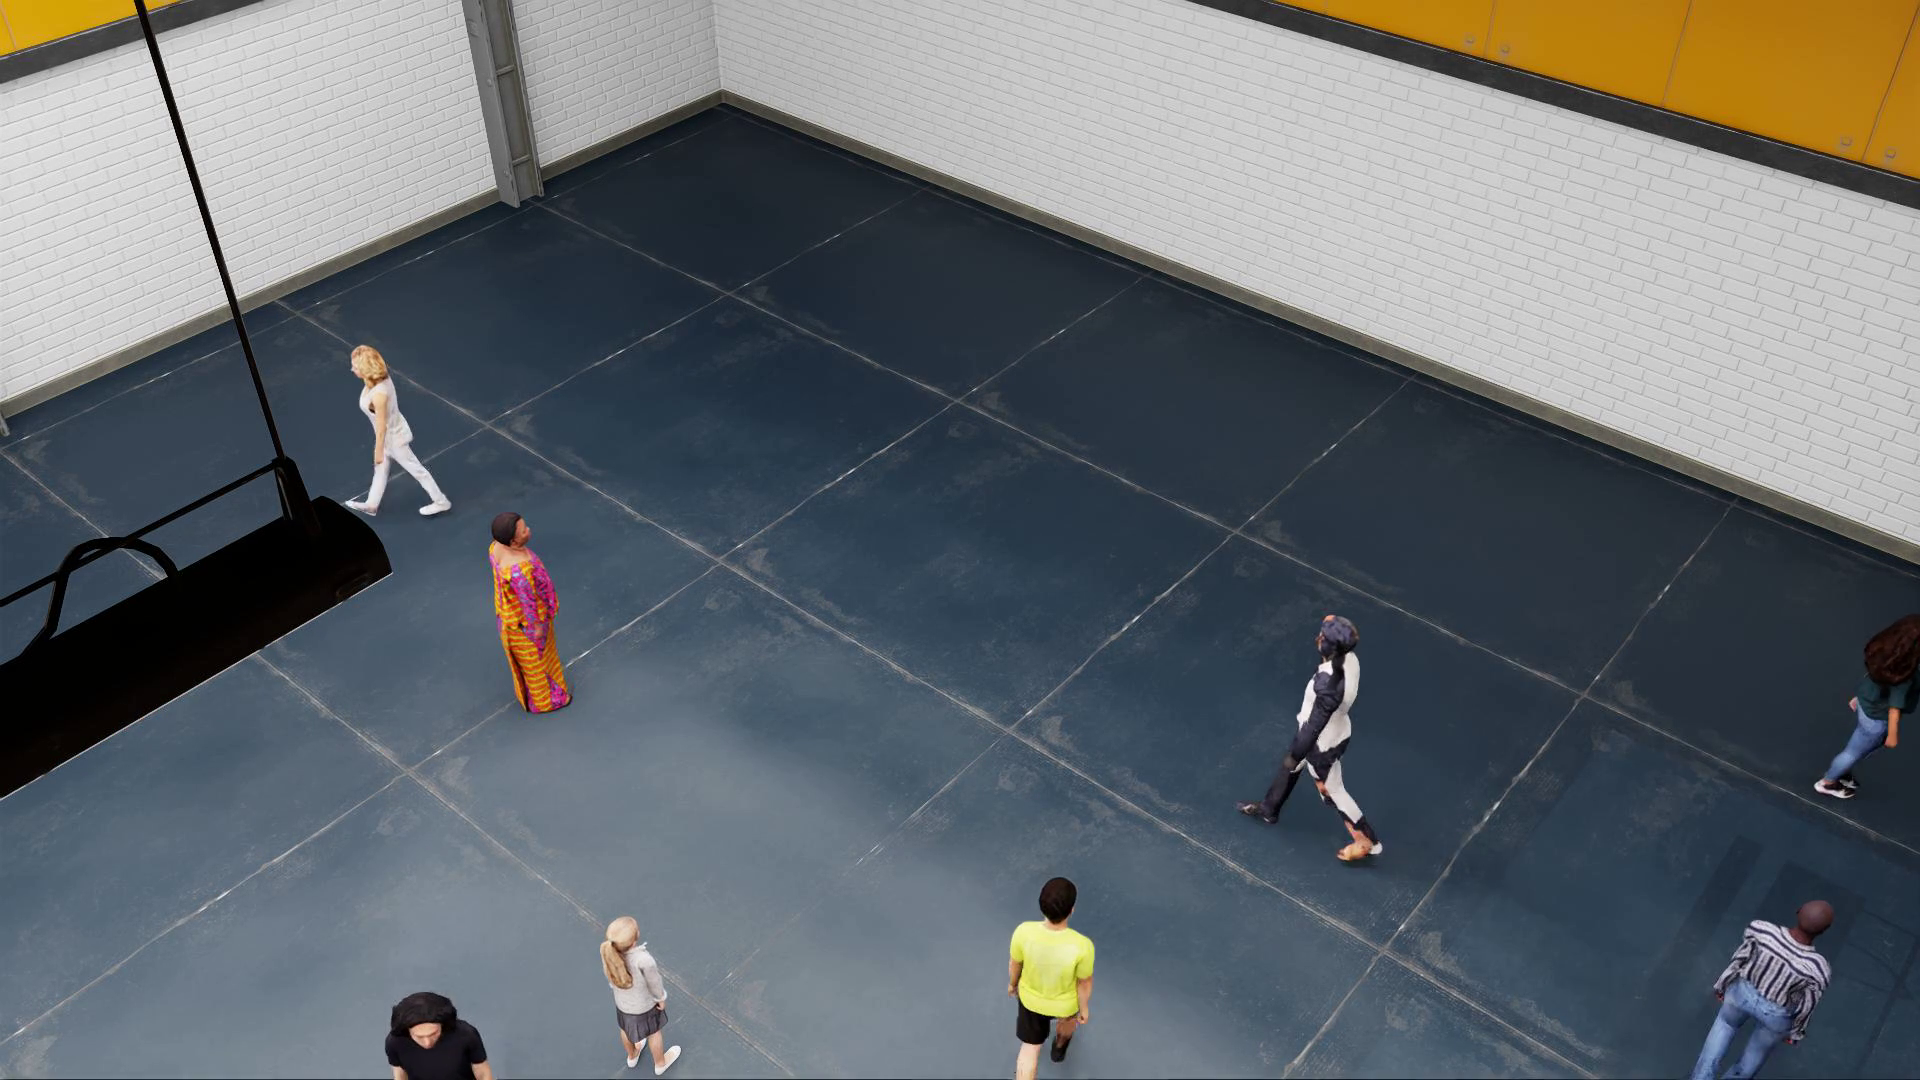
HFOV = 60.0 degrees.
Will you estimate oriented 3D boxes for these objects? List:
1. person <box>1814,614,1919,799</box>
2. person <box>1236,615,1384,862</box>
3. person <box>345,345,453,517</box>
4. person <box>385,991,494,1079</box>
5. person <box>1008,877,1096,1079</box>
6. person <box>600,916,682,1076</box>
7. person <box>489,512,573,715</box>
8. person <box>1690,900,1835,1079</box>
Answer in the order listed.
[{"bbox_3d":[5.939,1.113,10.922,0.766,1.603,0.691,9,40,11],"label":"person"},{"bbox_3d":[2.374,1.303,10.486,1.076,1.852,1.253,11,40,13],"label":"person"},{"bbox_3d":[-4.459,-0.836,13.346,1.141,1.625,0.959,-11,40,-14],"label":"person"},{"bbox_3d":[-2.644,2.807,8.645,1.115,1.798,1.127,-6,39,-8],"label":"person"},{"bbox_3d":[0.477,2.534,9.084,0.941,1.677,1.166,8,39,10],"label":"person"},{"bbox_3d":[-1.828,2.555,9.379,0.580,1.275,0.609,12,40,15],"label":"person"},{"bbox_3d":[-3.042,0.467,11.666,0.760,1.685,0.732,-20,43,-24],"label":"person"},{"bbox_3d":[4.273,2.571,8.955,0.823,1.780,0.691,-31,48,-33],"label":"person"}]
